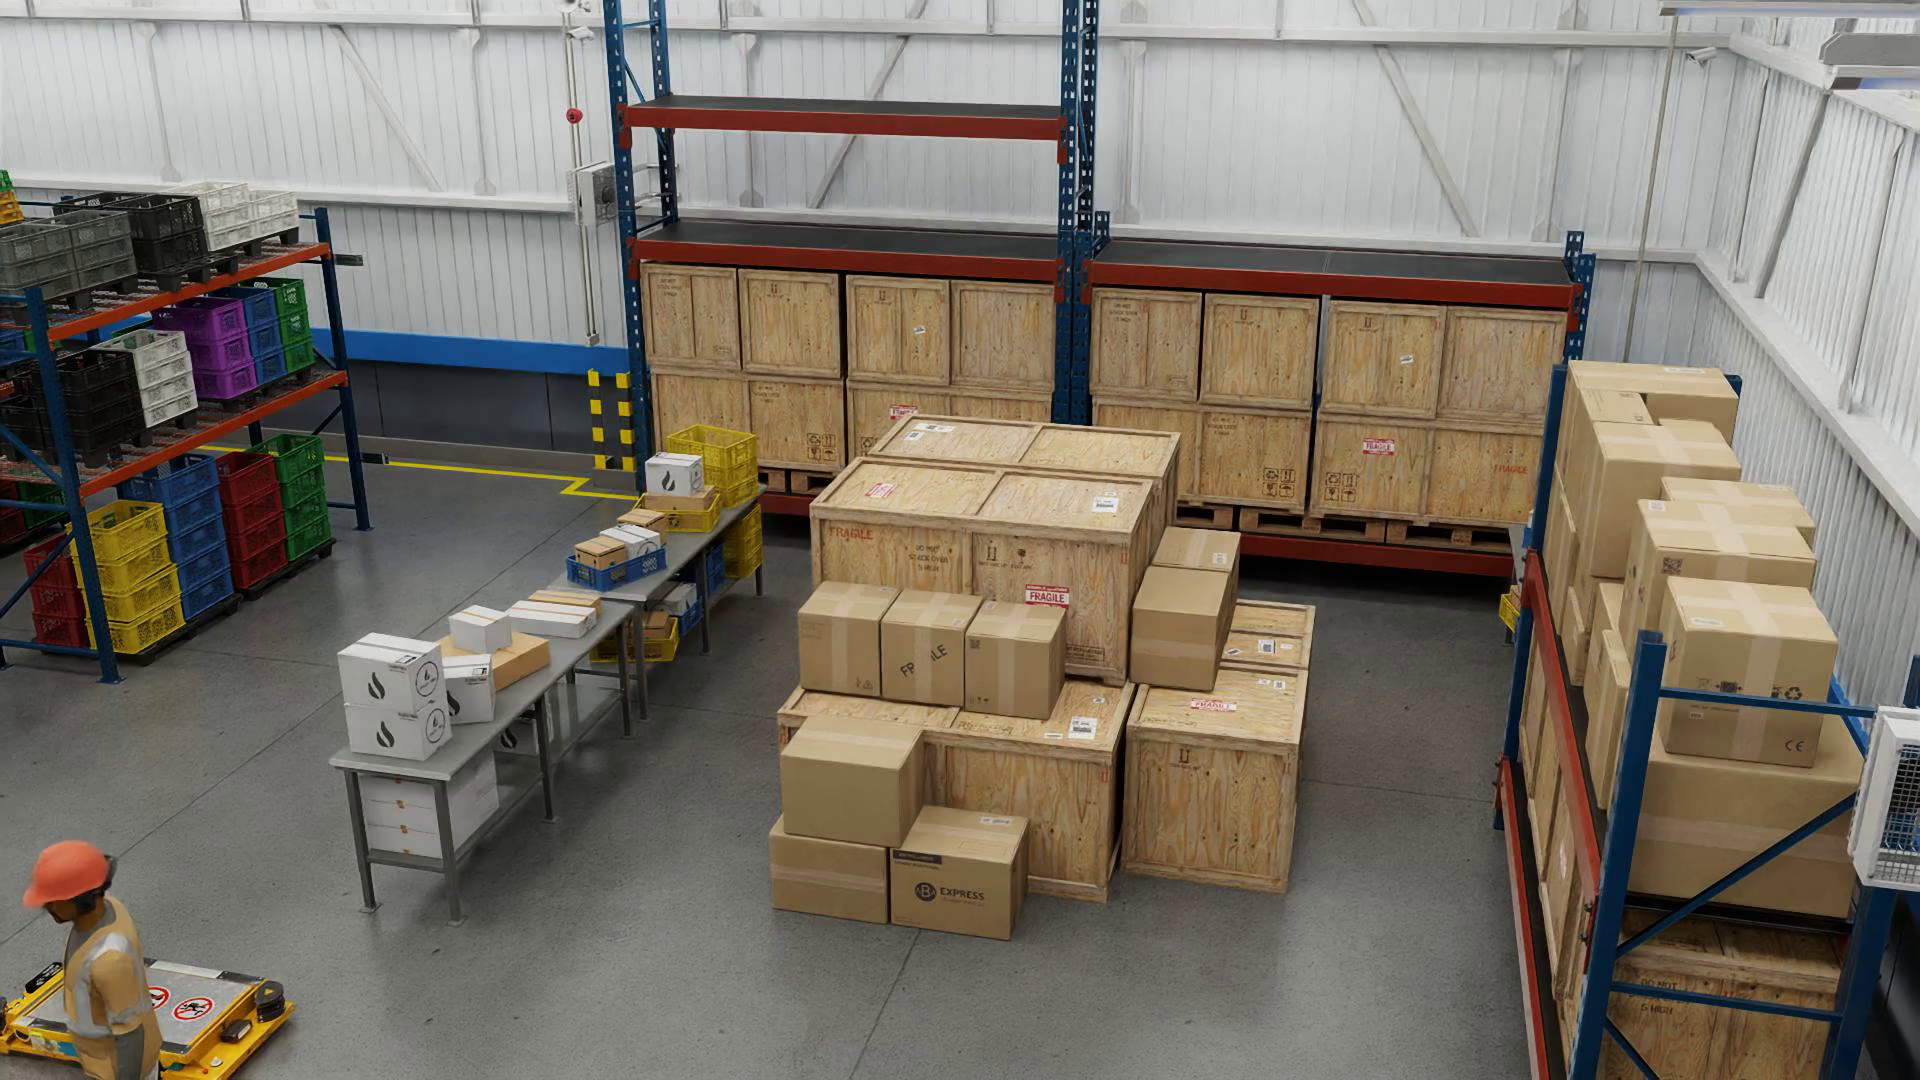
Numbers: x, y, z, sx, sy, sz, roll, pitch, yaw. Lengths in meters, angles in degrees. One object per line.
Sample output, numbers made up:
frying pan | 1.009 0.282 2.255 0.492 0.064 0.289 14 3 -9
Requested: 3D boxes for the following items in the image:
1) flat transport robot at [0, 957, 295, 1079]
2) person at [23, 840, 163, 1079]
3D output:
flat transport robot | -4.270 2.464 8.601 1.431 0.231 0.659 5 22 13
person | -3.535 2.147 6.947 0.371 2.044 0.604 -13 25 -31
